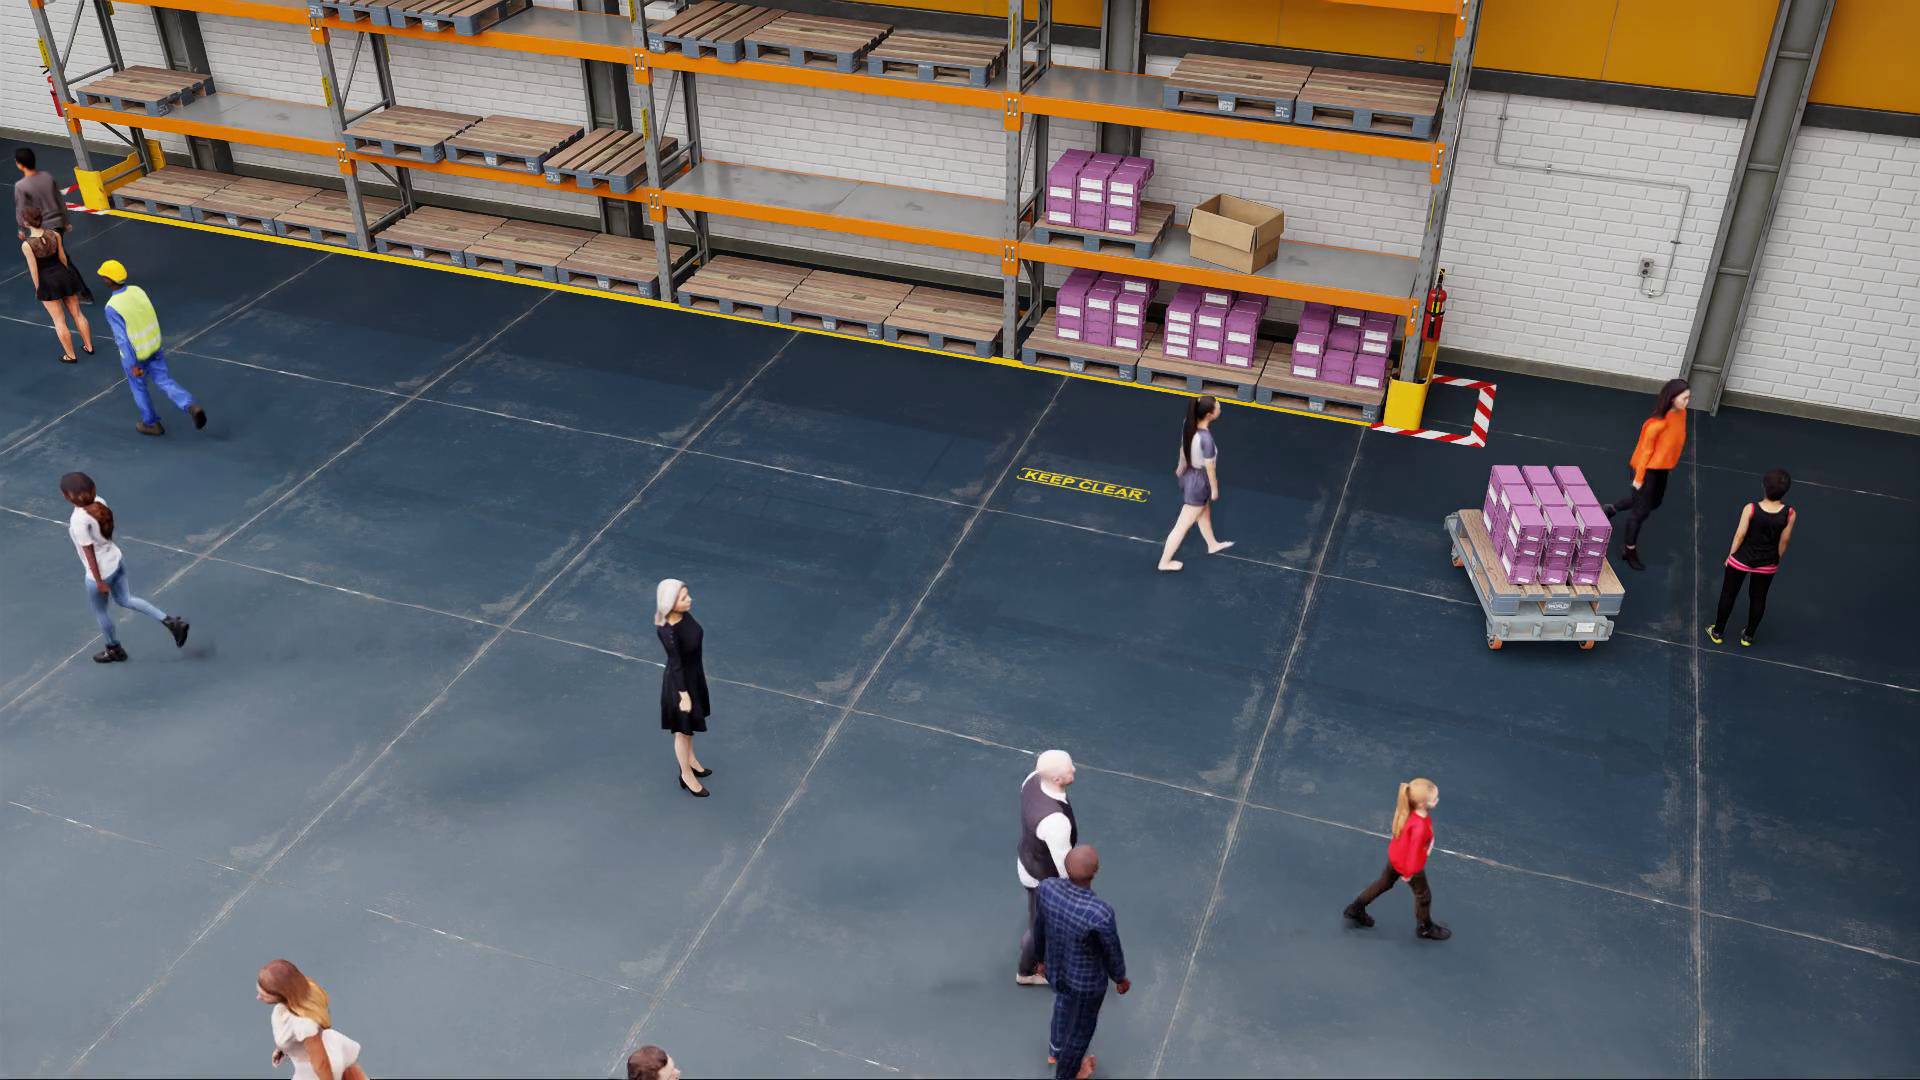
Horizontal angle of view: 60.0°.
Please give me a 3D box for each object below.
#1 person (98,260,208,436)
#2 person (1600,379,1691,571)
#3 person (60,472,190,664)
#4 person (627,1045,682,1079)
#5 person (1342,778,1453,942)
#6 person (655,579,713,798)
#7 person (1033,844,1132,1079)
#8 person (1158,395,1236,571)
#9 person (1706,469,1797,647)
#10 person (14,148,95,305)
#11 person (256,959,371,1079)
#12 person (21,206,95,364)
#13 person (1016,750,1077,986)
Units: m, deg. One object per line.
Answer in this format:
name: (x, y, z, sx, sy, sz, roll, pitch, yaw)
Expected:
person: (-7.540, -1.753, 15.453, 0.992, 1.796, 0.651, 11, 35, 16)
person: (5.636, -0.600, 13.771, 0.877, 1.736, 0.989, -23, 40, -31)
person: (-6.375, 0.219, 12.569, 1.078, 1.704, 0.822, -1, 34, -2)
person: (-1.535, 3.120, 8.094, 0.868, 1.826, 0.816, -4, 34, -6)
person: (2.716, 1.975, 10.326, 0.955, 1.263, 0.655, 3, 34, 4)
person: (-1.880, 0.993, 11.366, 0.670, 1.747, 0.669, 0, 34, 1)
person: (0.605, 2.408, 9.179, 0.727, 1.811, 0.829, 26, 41, 33)
person: (1.845, -0.437, 13.628, 1.052, 1.623, 0.922, -8, 35, -12)
person: (6.133, 0.134, 12.833, 0.469, 1.553, 0.614, 8, 34, 12)
person: (-9.719, -3.324, 17.870, 0.647, 1.736, 0.993, 11, 35, 17)
person: (-3.289, 2.766, 8.796, 1.206, 1.638, 1.062, -11, 35, -15)
person: (-9.167, -2.599, 16.834, 0.610, 1.676, 0.613, 18, 38, 25)
person: (0.425, 1.975, 9.830, 0.831, 1.811, 0.820, -6, 34, -9)
